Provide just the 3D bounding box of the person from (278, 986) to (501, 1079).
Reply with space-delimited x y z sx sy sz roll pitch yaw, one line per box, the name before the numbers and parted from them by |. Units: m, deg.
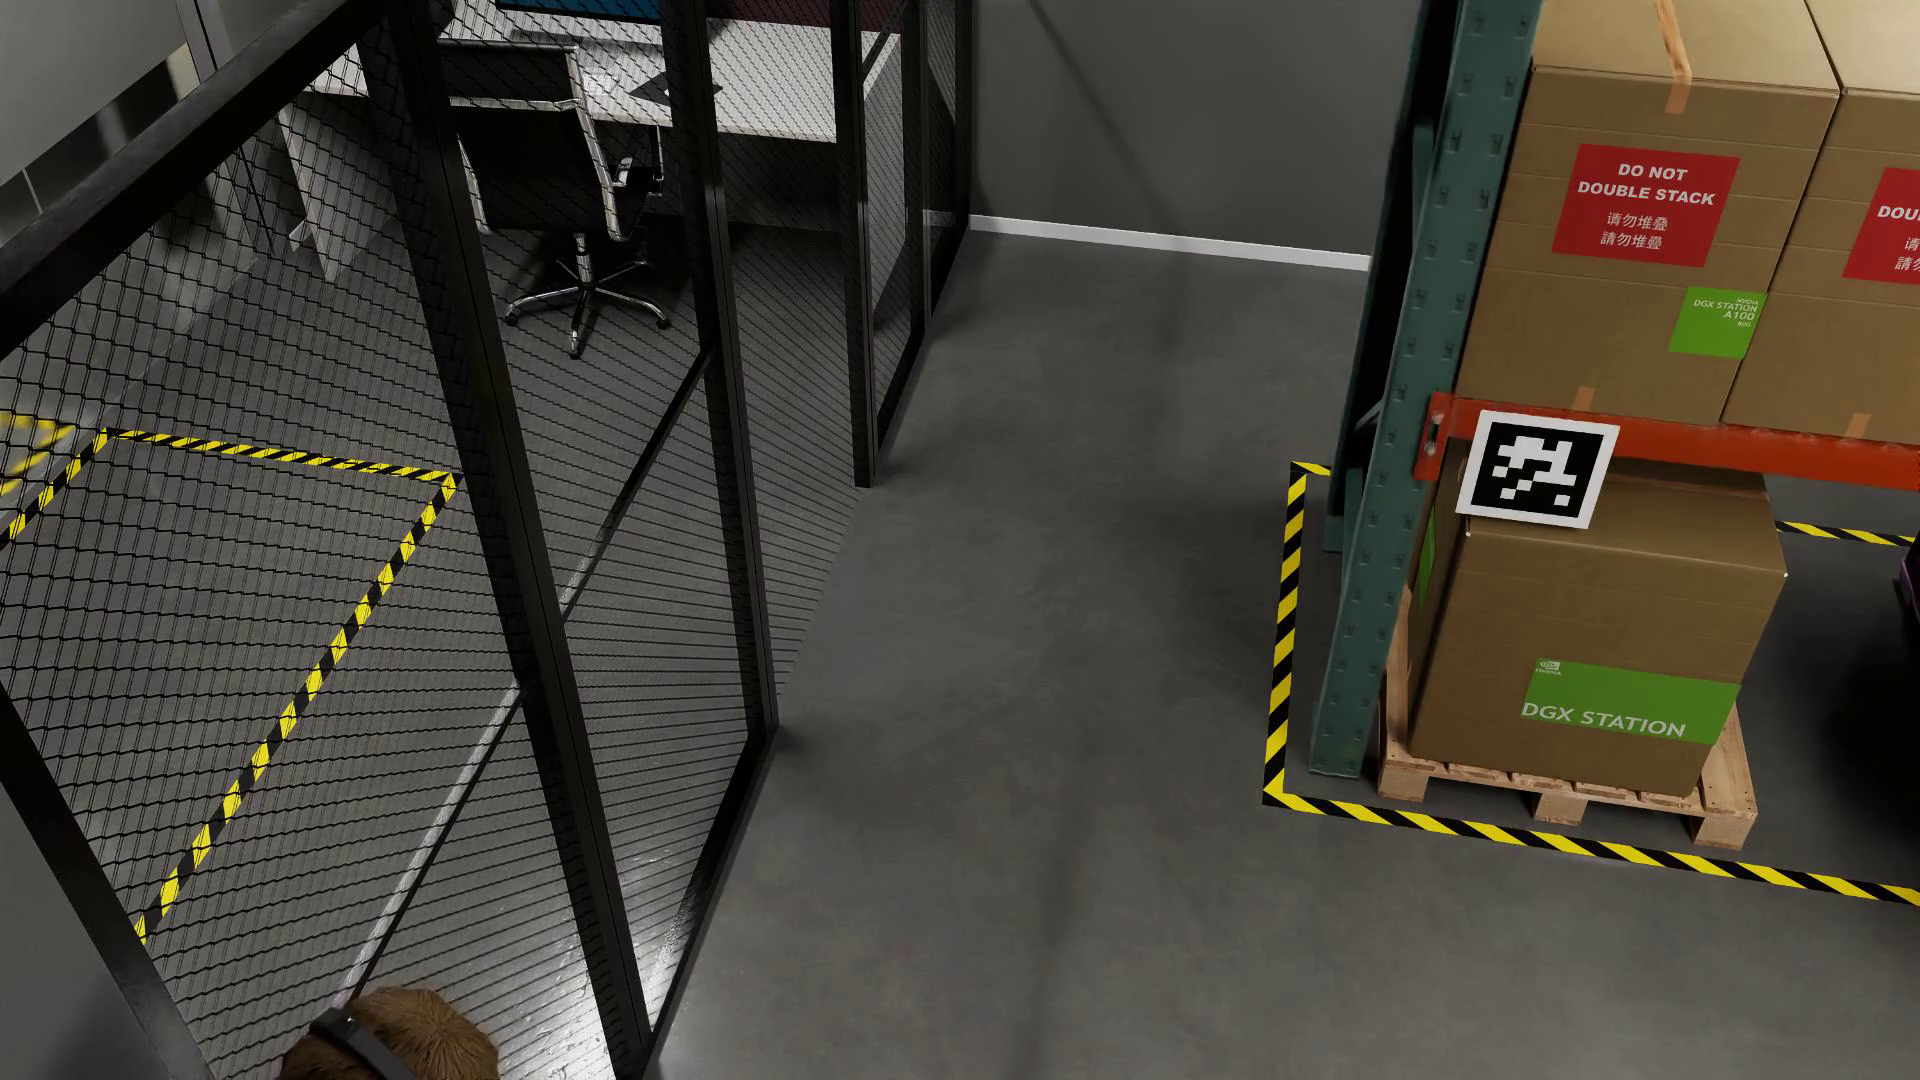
person | -0.526 1.163 2.159 0.634 1.938 0.355 19 44 20
